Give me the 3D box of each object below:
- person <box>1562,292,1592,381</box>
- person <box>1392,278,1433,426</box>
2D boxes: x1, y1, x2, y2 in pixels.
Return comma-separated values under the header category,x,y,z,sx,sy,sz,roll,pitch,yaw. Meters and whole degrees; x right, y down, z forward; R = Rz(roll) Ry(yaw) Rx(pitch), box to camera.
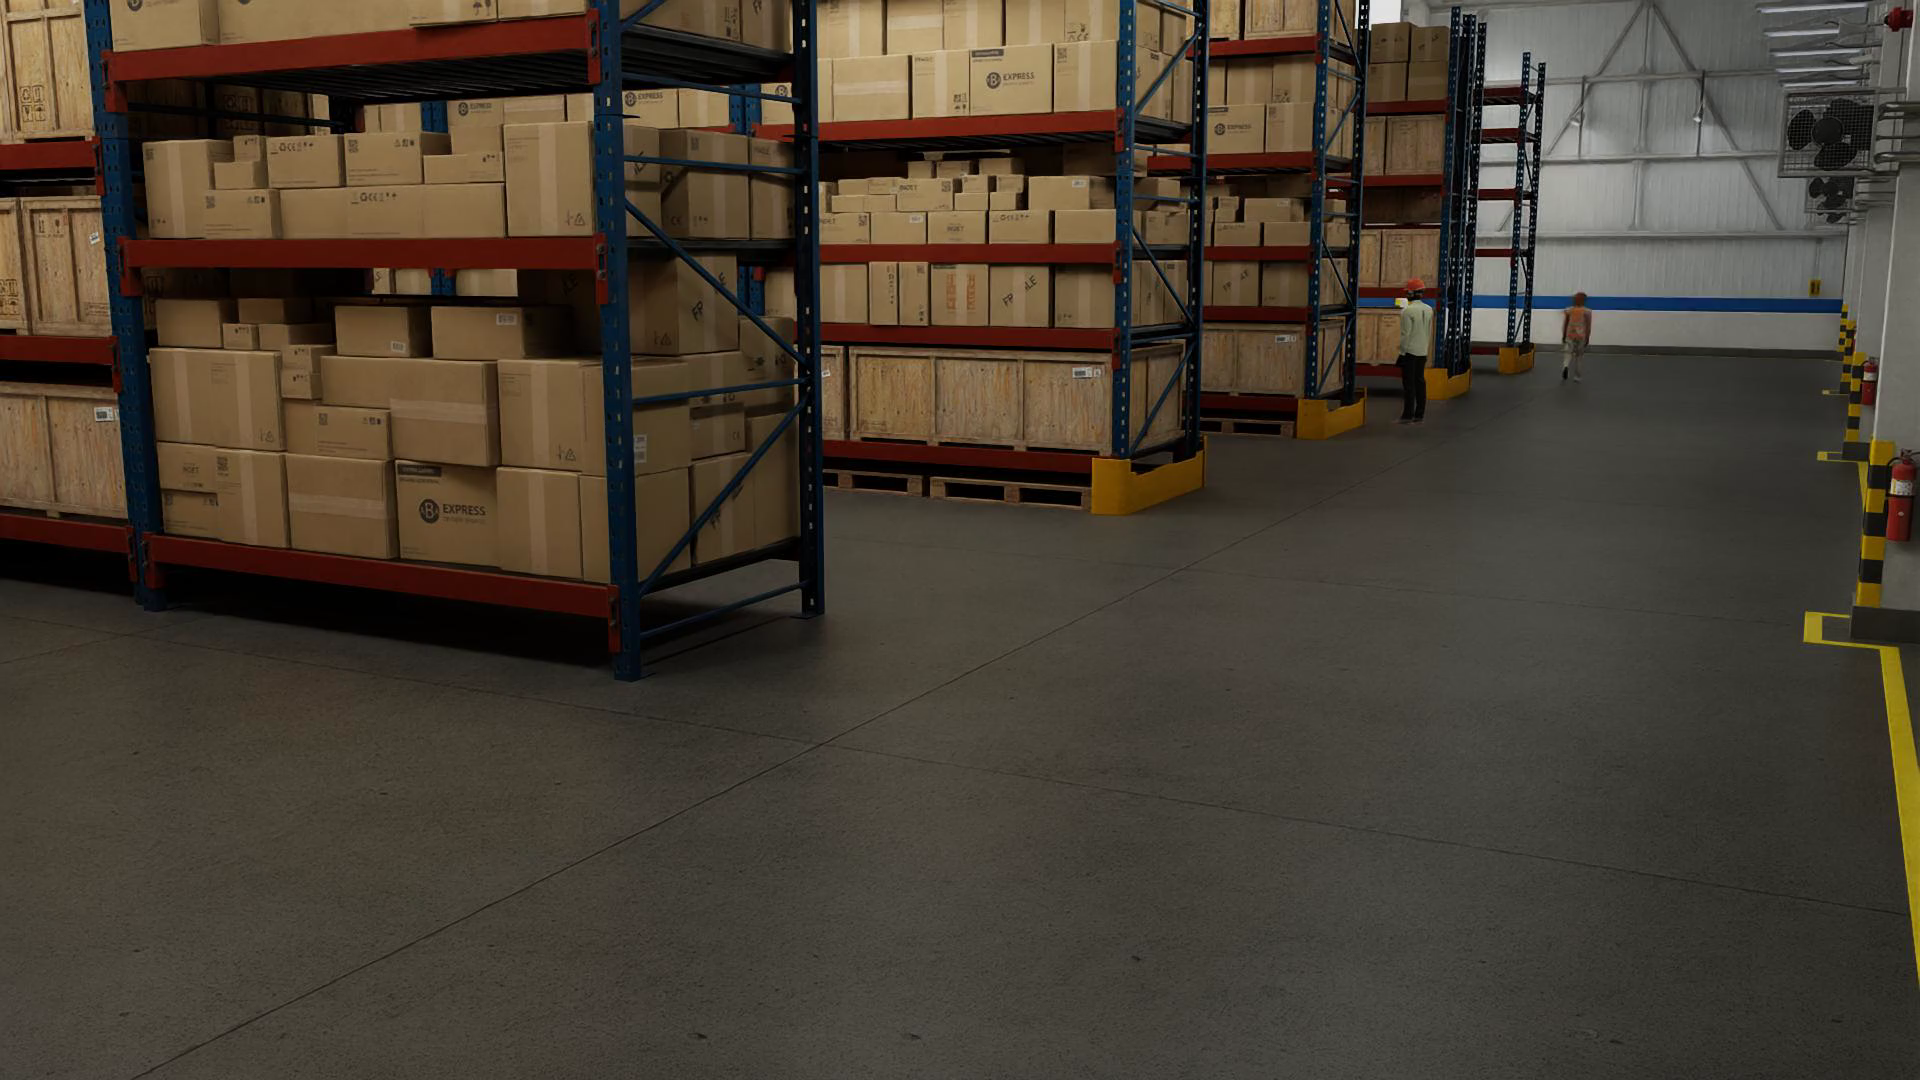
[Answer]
category,x,y,z,sx,sy,sz,roll,pitch,yaw
person,11.178,-3.685,30.187,0.520,1.630,0.509,6,12,32
person,6.128,-2.539,22.506,0.622,1.994,0.381,-8,13,-40
